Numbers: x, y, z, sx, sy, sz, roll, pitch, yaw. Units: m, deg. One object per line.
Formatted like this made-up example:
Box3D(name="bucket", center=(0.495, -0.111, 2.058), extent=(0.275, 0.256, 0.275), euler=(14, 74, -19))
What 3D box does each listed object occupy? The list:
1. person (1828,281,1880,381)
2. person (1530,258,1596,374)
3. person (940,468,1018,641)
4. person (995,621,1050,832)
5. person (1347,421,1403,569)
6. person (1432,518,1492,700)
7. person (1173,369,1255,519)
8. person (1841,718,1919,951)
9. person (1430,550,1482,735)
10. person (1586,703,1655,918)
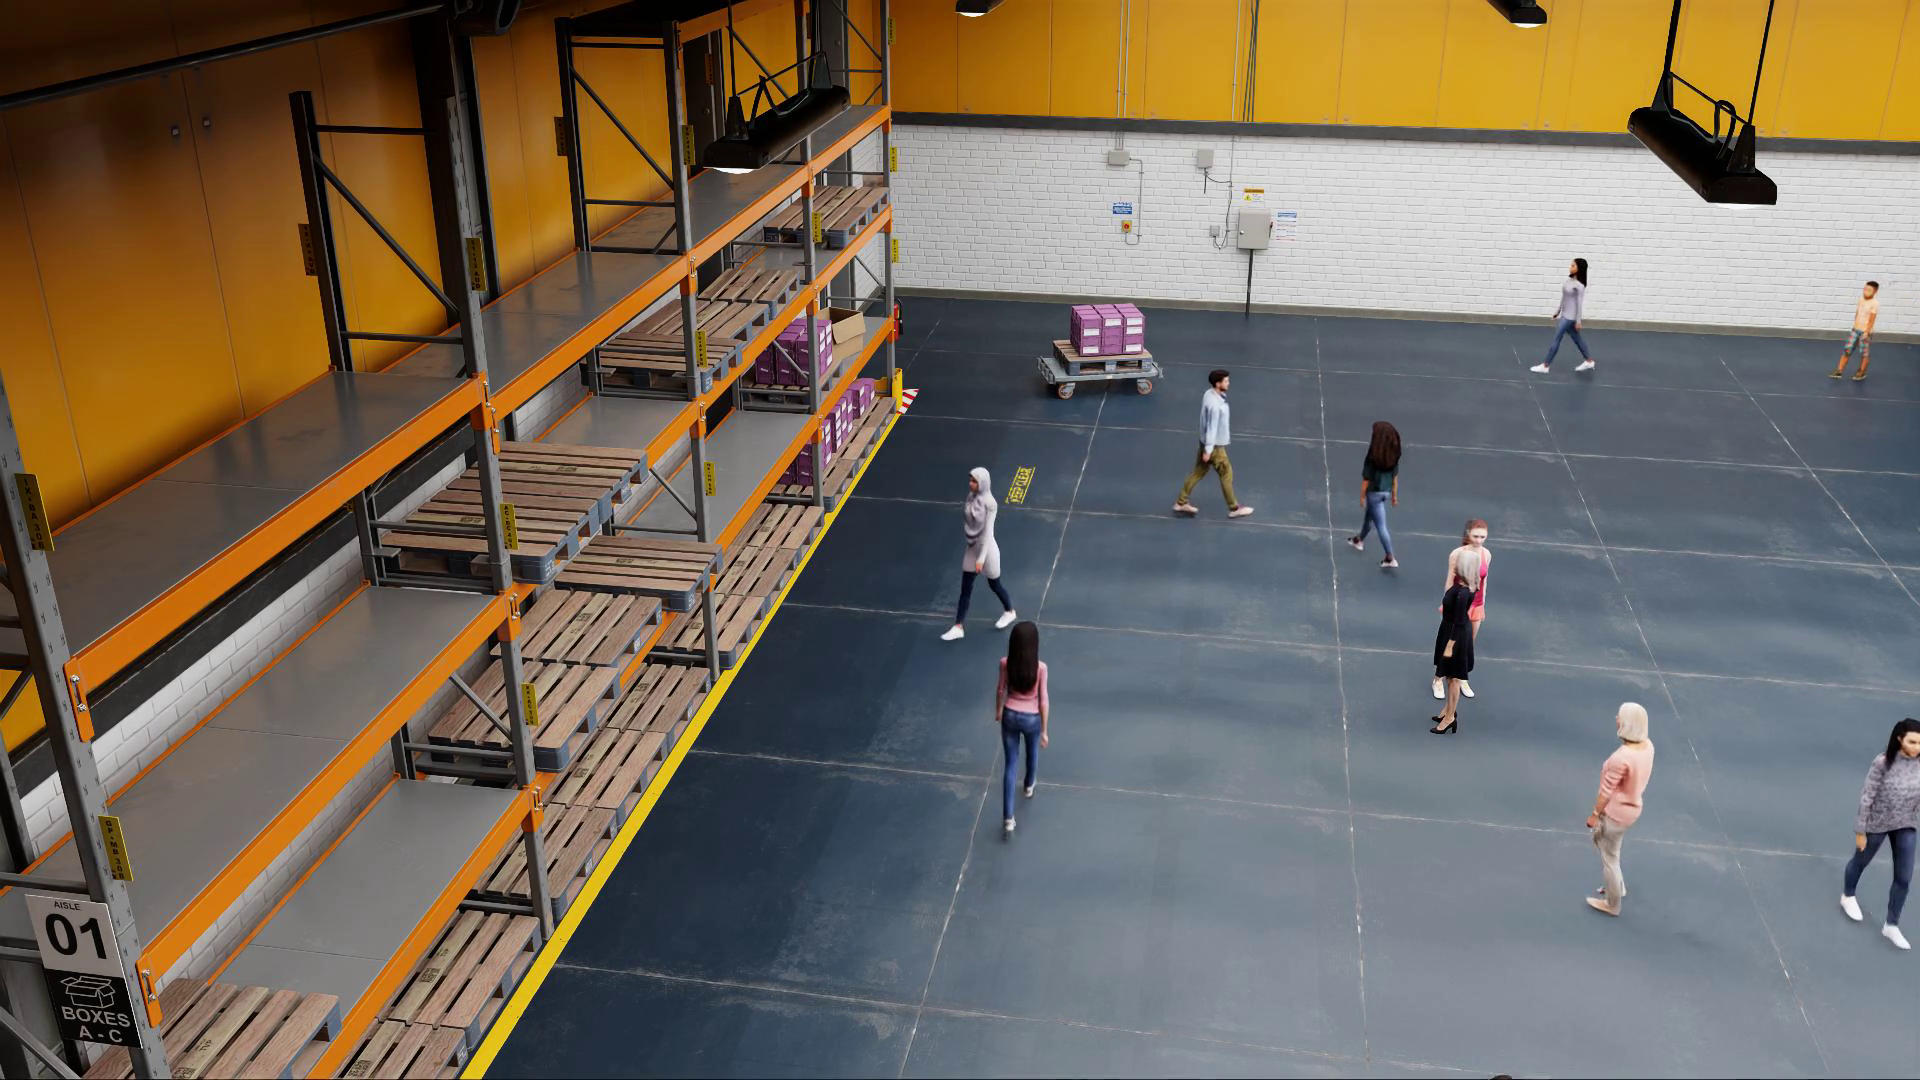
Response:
Box3D(name="person", center=(12.975, -2.984, 23.805), extent=(0.892, 1.436, 0.881), euler=(-12, 26, -25))
Box3D(name="person", center=(8.898, -3.201, 23.987), extent=(0.748, 1.688, 1.133), euler=(2, 24, 3))
Box3D(name="person", center=(0.298, 0.136, 16.293), extent=(1.185, 1.735, 1.070), euler=(-19, 30, -36))
Box3D(name="person", center=(0.462, 1.496, 13.224), extent=(0.620, 1.701, 1.120), euler=(5, 24, 10))
Box3D(name="person", center=(4.530, -0.451, 17.846), extent=(1.020, 1.567, 1.180), euler=(-11, 26, -24))
Box3D(name="person", center=(4.603, 0.610, 15.193), extent=(0.624, 1.748, 0.616), euler=(-2, 24, -5))
Box3D(name="person", center=(2.798, -1.080, 19.037), extent=(0.874, 1.766, 1.134), euler=(0, 24, 0))
Box3D(name="person", center=(6.666, 2.009, 12.043), extent=(0.750, 1.708, 0.943), euler=(0, 24, 0))
Box3D(name="person", center=(4.338, 0.882, 14.571), extent=(0.694, 1.747, 0.555), euler=(8, 25, 18))
Box3D(name="person", center=(4.869, 1.995, 12.071), extent=(0.776, 1.712, 0.695), euler=(21, 31, 39))
